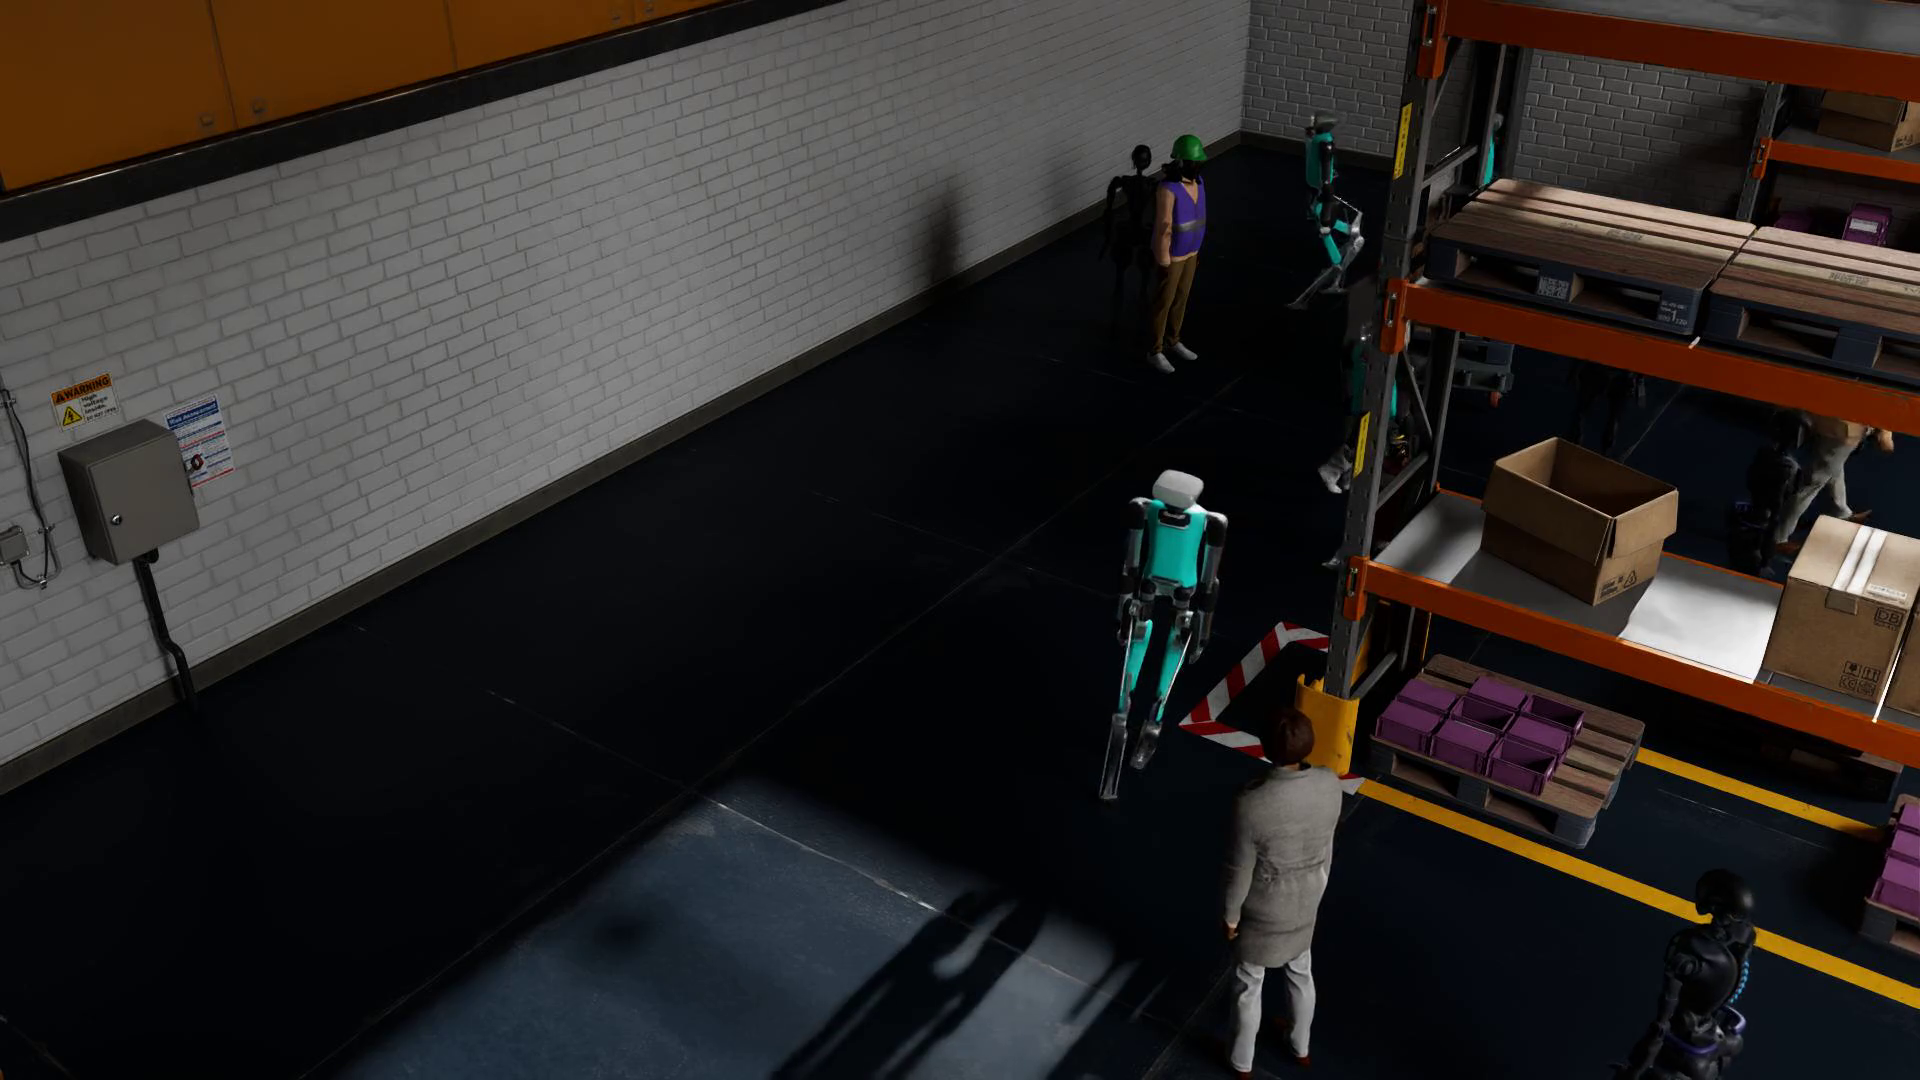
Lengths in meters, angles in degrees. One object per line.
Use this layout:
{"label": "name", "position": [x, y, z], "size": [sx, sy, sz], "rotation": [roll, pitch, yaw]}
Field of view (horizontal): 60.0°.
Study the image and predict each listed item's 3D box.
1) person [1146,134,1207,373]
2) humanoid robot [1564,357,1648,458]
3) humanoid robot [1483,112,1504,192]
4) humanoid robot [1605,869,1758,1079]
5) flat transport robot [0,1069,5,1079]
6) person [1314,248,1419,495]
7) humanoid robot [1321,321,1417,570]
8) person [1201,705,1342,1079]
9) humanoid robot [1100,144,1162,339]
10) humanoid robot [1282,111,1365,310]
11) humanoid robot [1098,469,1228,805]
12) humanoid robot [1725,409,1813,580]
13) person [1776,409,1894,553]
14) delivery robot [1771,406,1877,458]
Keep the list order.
{"label": "person", "position": [1.750, -2.324, 13.408], "size": [0.419, 1.929, 0.544], "rotation": [23, 37, 34]}
{"label": "humanoid robot", "position": [4.537, -1.161, 11.660], "size": [0.543, 1.642, 0.611], "rotation": [-26, 39, -37]}
{"label": "humanoid robot", "position": [4.685, -2.778, 14.495], "size": [0.731, 1.897, 0.547], "rotation": [8, 31, 13]}
{"label": "humanoid robot", "position": [2.756, 1.963, 6.230], "size": [0.606, 1.645, 0.507], "rotation": [-19, 35, -30]}
{"label": "flat transport robot", "position": [-4.737, 2.442, 6.803], "size": [1.431, 0.231, 0.659], "rotation": [-23, 37, -34]}
{"label": "person", "position": [2.741, -1.108, 11.348], "size": [0.580, 1.884, 0.678], "rotation": [-8, 31, -13]}
{"label": "humanoid robot", "position": [2.772, -0.627, 10.679], "size": [0.879, 1.772, 0.530], "rotation": [-23, 37, -34]}
{"label": "person", "position": [1.299, 1.481, 6.929], "size": [0.519, 1.819, 0.369], "rotation": [-10, 31, -16]}
{"label": "humanoid robot", "position": [1.468, -2.500, 13.970], "size": [0.598, 1.655, 0.329], "rotation": [7, 31, 12]}
{"label": "humanoid robot", "position": [3.300, -2.864, 14.559], "size": [0.897, 1.776, 0.537], "rotation": [-3, 30, -5]}
{"label": "humanoid robot", "position": [0.984, 0.611, 8.580], "size": [0.544, 1.845, 0.861], "rotation": [11, 32, 18]}
{"label": "humanoid robot", "position": [4.519, -0.006, 9.642], "size": [0.572, 1.639, 0.596], "rotation": [8, 31, 13]}
{"label": "person", "position": [5.804, -0.765, 10.805], "size": [0.962, 1.829, 0.560], "rotation": [-6, 30, -10]}
{"label": "delivery robot", "position": [6.557, -1.004, 12.485], "size": [0.499, 0.584, 0.783], "rotation": [-23, 37, -34]}
